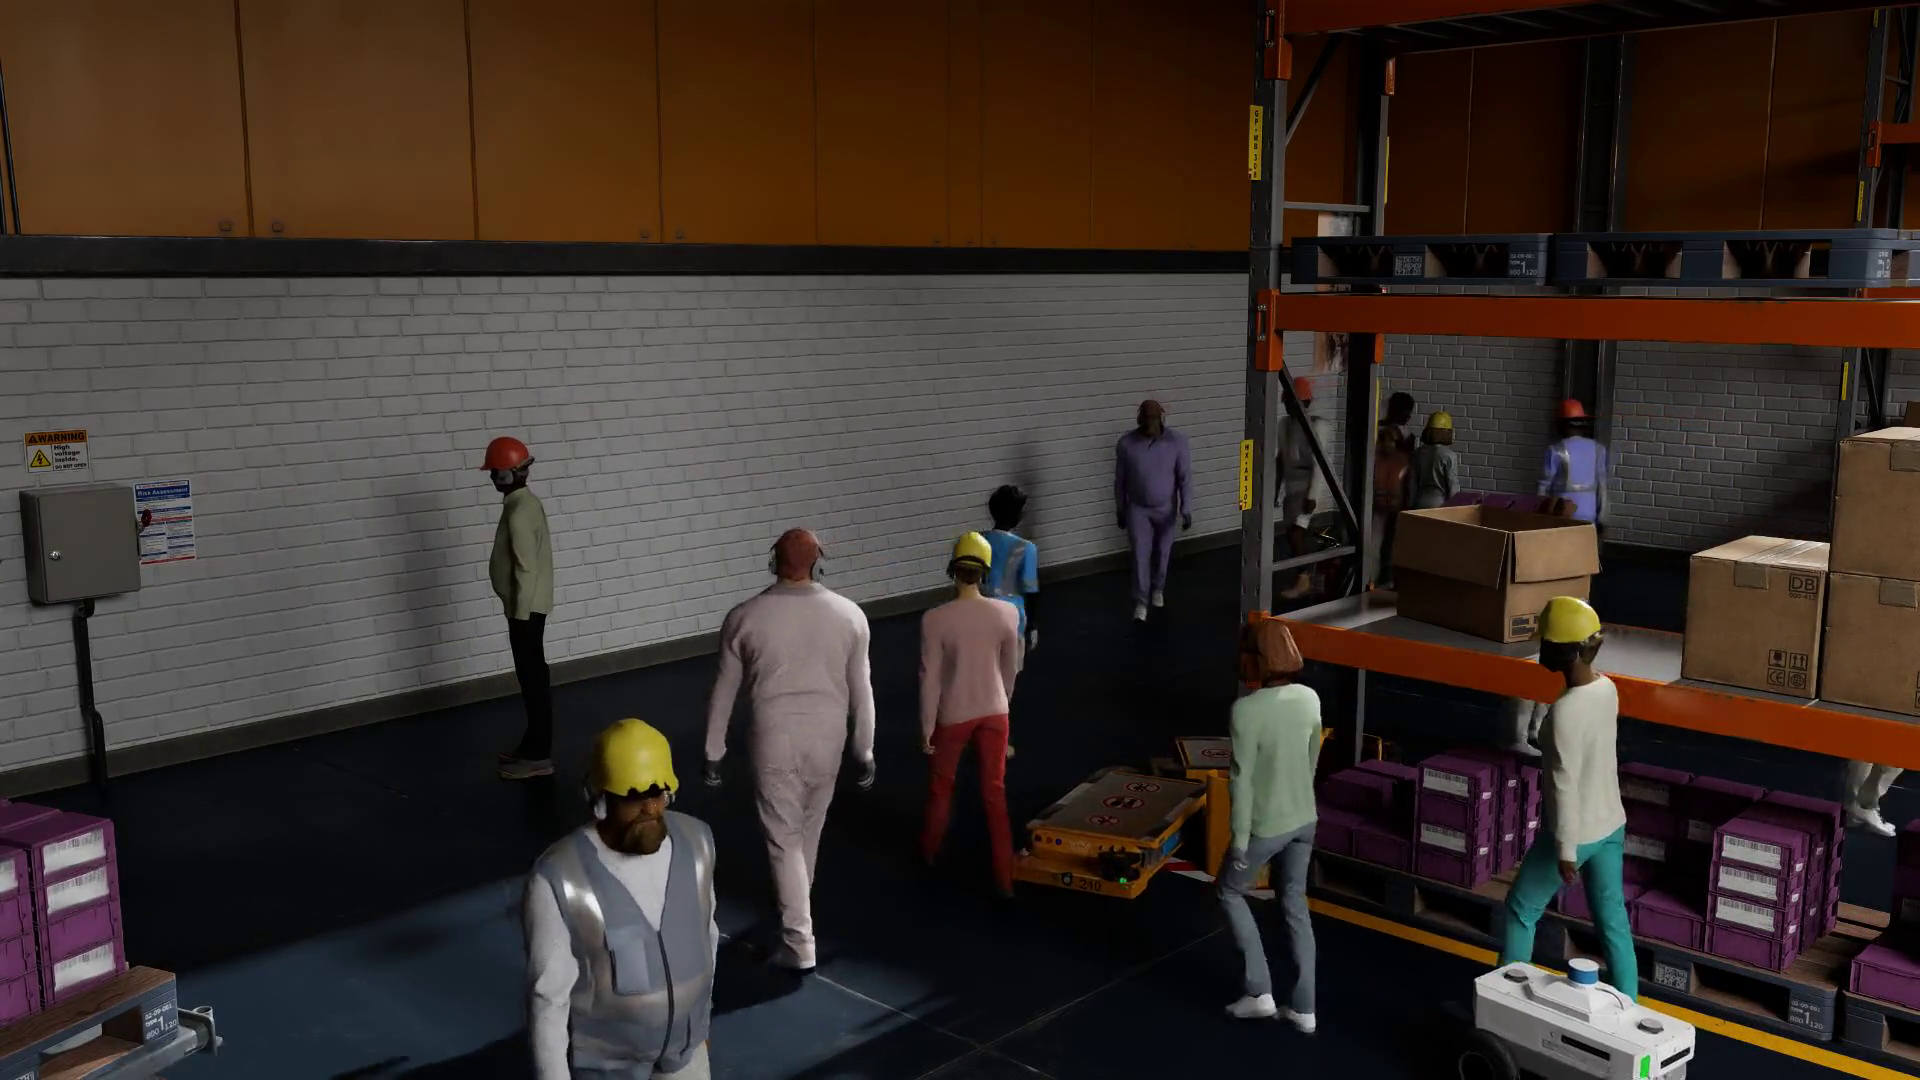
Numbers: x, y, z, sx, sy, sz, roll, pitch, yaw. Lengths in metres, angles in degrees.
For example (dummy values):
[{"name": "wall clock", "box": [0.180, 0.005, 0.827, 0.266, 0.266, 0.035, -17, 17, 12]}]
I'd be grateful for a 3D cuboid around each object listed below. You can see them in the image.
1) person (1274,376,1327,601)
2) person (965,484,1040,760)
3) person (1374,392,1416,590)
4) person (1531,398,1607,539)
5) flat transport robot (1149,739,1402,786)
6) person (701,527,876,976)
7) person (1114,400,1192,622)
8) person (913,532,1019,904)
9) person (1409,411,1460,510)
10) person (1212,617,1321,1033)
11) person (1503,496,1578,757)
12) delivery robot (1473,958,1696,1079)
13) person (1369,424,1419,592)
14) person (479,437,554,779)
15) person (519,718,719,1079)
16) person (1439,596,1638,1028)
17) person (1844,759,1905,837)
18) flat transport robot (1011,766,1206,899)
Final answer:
[{"name": "person", "box": [3.001, -0.452, 14.769, 0.530, 2.009, 0.662, -4, 10, -24]}, {"name": "person", "box": [0.242, 0.502, 9.921, 0.549, 1.678, 0.372, 6, 11, 34]}, {"name": "person", "box": [3.773, -0.399, 14.922, 0.800, 1.861, 0.598, -5, 10, -27]}, {"name": "person", "box": [4.969, -0.216, 13.699, 0.575, 1.878, 1.001, -3, 10, -16]}, {"name": "flat transport robot", "box": [1.814, 1.295, 9.383, 1.431, 0.197, 0.652, 0, 9, 1]}, {"name": "person", "box": [-0.732, 0.879, 7.160, 0.712, 1.847, 0.994, -2, 10, -15]}, {"name": "person", "box": [1.650, -0.276, 14.221, 0.656, 1.854, 1.011, 1, 9, 6]}, {"name": "person", "box": [0.047, 0.827, 7.865, 0.528, 1.721, 0.914, -3, 10, -20]}, {"name": "person", "box": [4.072, -0.234, 14.259, 0.300, 1.743, 0.484, -7, 12, -38]}, {"name": "person", "box": [1.199, 1.108, 6.425, 0.569, 1.609, 0.454, -7, 12, -38]}, {"name": "person", "box": [3.470, 0.534, 9.948, 0.419, 1.619, 0.536, 5, 10, 26]}, {"name": "delivery robot", "box": [2.149, 1.696, 5.759, 0.477, 0.478, 0.707, -7, 12, -37]}, {"name": "person", "box": [3.767, -0.217, 14.538, 0.545, 1.604, 0.558, 6, 11, 33]}, {"name": "person", "box": [-2.563, 0.389, 9.687, 0.392, 1.989, 0.610, -2, 9, -11]}, {"name": "person", "box": [-0.849, 1.350, 4.418, 0.611, 1.776, 0.946, -7, 12, -37]}, {"name": "person", "box": [2.247, 1.069, 6.311, 0.810, 1.736, 0.546, 9, 13, 43]}, {"name": "person", "box": [4.842, 0.745, 8.656, 0.392, 1.614, 0.497, 3, 10, 20]}, {"name": "flat transport robot", "box": [0.810, 1.449, 8.440, 0.652, 0.197, 1.431, 4, 10, 25]}]
